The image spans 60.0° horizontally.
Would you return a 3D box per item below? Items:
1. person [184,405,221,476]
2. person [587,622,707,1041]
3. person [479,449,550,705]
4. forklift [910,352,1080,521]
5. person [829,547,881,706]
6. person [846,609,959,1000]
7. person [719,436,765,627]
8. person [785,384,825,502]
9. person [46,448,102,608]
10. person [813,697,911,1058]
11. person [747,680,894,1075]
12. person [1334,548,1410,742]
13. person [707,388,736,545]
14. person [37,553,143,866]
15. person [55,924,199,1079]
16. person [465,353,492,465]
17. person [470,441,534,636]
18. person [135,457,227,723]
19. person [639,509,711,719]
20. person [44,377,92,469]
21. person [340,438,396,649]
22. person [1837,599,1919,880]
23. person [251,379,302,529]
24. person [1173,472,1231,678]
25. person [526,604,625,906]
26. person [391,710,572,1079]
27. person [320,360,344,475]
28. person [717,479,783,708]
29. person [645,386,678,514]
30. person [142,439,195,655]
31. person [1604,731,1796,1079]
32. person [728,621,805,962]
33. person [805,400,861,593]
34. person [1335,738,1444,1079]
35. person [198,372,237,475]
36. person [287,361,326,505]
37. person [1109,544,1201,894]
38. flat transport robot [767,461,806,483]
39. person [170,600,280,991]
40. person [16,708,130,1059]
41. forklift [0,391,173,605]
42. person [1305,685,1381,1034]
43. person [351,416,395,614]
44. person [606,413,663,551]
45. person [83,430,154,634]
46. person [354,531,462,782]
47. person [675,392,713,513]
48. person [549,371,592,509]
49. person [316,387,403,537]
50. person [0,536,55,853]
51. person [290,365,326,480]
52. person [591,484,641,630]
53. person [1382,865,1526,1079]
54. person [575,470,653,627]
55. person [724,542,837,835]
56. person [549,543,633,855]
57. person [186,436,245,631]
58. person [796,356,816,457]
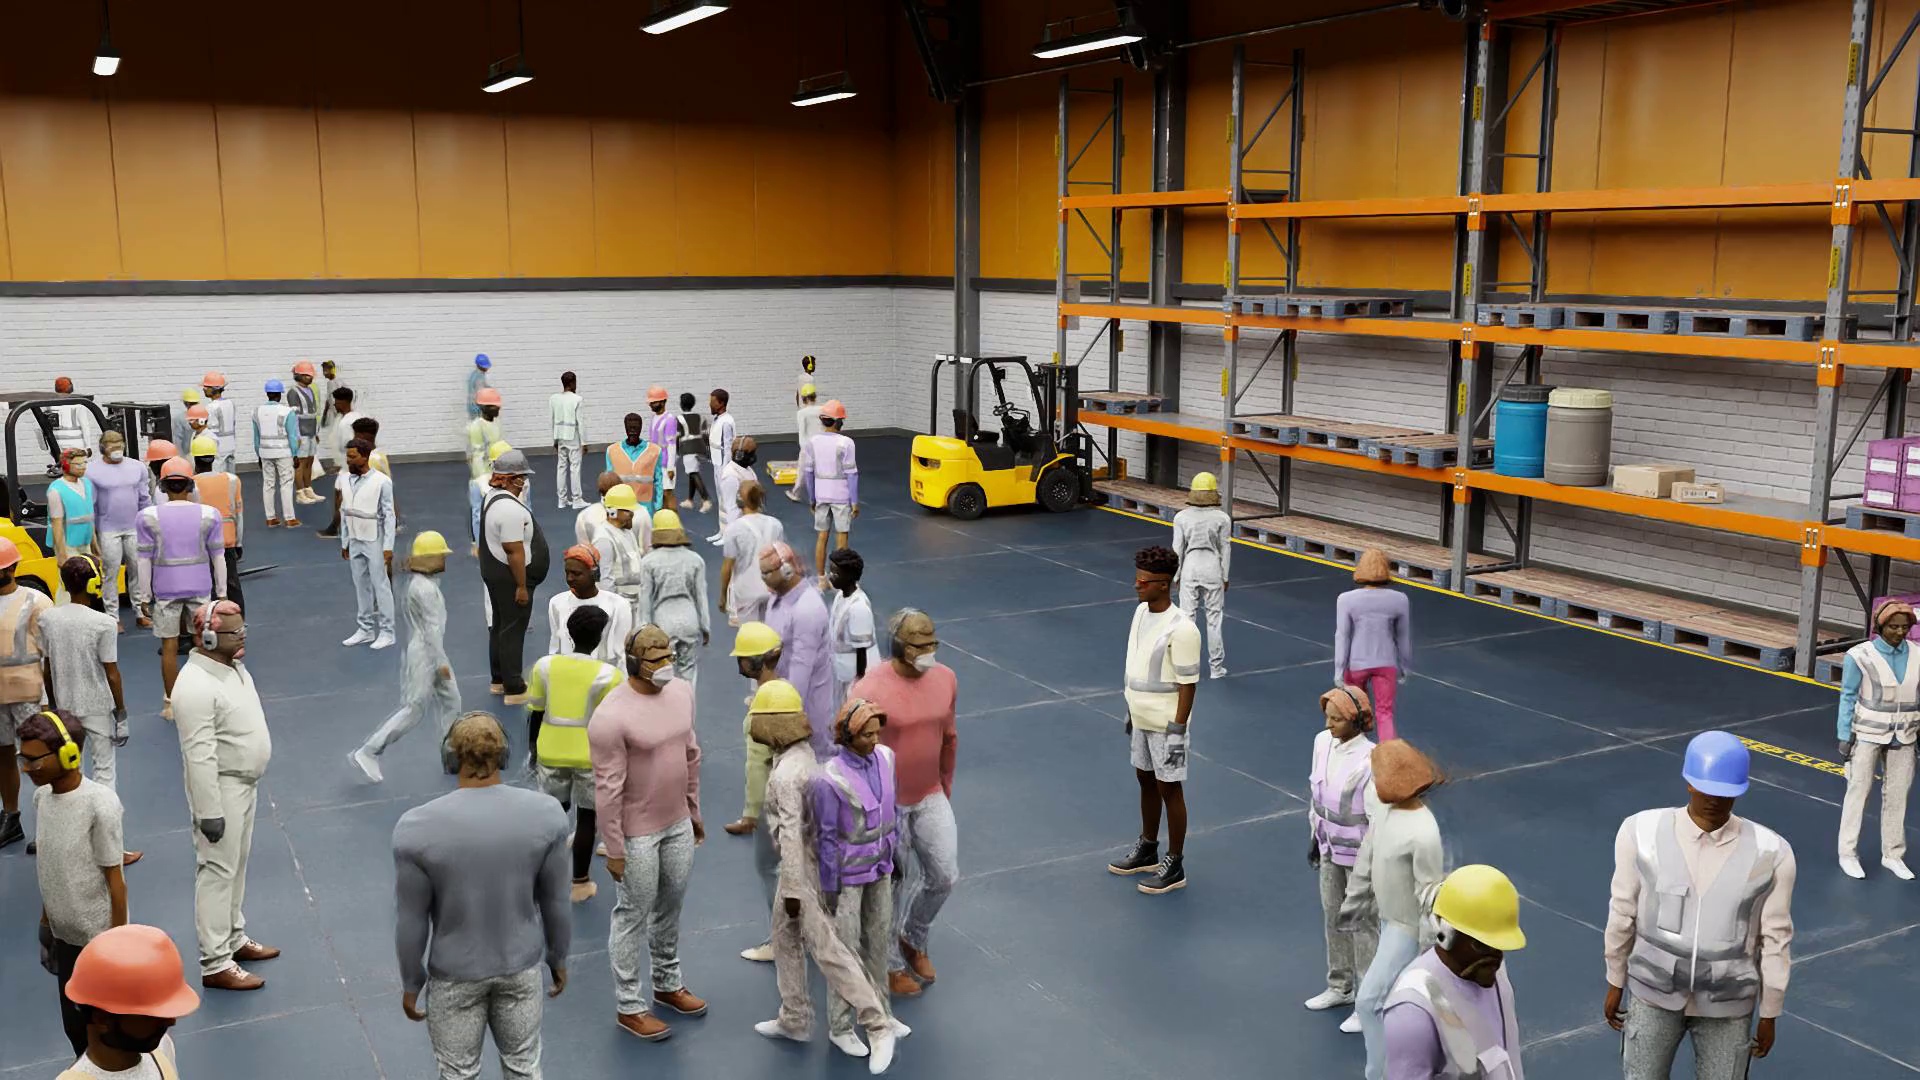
[{"bbox_3d":[-9.098,-0.749,20.002,0.565,1.750,0.341,9,13,42],"label":"person"},{"bbox_3d":[-1.419,1.317,7.618,0.361,1.933,0.629,6,12,31],"label":"person"},{"bbox_3d":[-3.548,0.273,13.294,0.536,2.000,0.686,-6,11,-29],"label":"person"},{"bbox_3d":[0.460,-1.461,22.833,2.313,2.155,1.214,-5,11,-28],"label":"forklift"},{"bbox_3d":[-0.685,0.878,10.842,0.329,1.687,0.544,-3,10,-17],"label":"person"},{"bbox_3d":[-0.250,1.263,7.939,0.652,1.919,0.448,-7,12,-34],"label":"person"},{"bbox_3d":[-2.082,-0.081,15.941,0.429,1.833,0.634,1,10,6],"label":"person"},{"bbox_3d":[-2.117,-1.328,23.452,0.525,1.715,0.953,-8,13,-38],"label":"person"},{"bbox_3d":[-8.032,0.075,15.048,0.401,1.835,0.562,0,10,-1],"label":"person"},{"bbox_3d":[-0.453,1.493,7.446,0.324,1.631,0.523,7,12,35],"label":"person"},{"bbox_3d":[-0.610,1.472,7.388,0.671,1.702,0.570,0,10,-1],"label":"person"},{"bbox_3d":[2.781,0.858,11.191,0.513,1.600,0.818,0,10,1],"label":"person"},{"bbox_3d":[-2.897,-0.898,20.380,0.392,1.922,0.591,-3,10,-19],"label":"person"},{"bbox_3d":[-5.045,1.004,9.617,0.510,1.861,0.324,1,10,8],"label":"person"},{"bbox_3d":[-2.076,1.902,4.236,0.367,1.930,0.542,0,10,-2],"label":"person"},{"bbox_3d":[-8.076,-2.178,27.838,0.512,1.896,0.684,-4,11,-21],"label":"person"},{"bbox_3d":[-4.246,-0.011,15.523,0.590,1.833,0.404,-8,13,-40],"label":"person"},{"bbox_3d":[-5.942,0.379,12.726,0.612,2.030,0.404,-6,11,-30],"label":"person"},{"bbox_3d":[-2.059,0.643,12.091,0.512,1.715,0.589,-4,11,-22],"label":"person"},{"bbox_3d":[-12.168,-1.289,22.735,0.573,1.884,0.355,-1,10,-4],"label":"person"},{"bbox_3d":[-5.367,0.022,15.086,0.599,1.917,0.375,5,11,26],"label":"person"},{"bbox_3d":[5.269,1.135,9.512,0.524,1.631,0.315,0,10,-2],"label":"person"},{"bbox_3d":[-8.849,-1.112,21.569,0.605,1.939,0.415,2,10,11],"label":"person"},{"bbox_3d":[2.038,0.299,14.013,0.485,1.739,0.313,3,10,16],"label":"person"},{"bbox_3d":[-2.098,1.192,9.063,0.569,1.668,0.507,2,10,10],"label":"person"},{"bbox_3d":[-1.743,1.576,6.121,0.636,1.931,0.377,-5,11,-26],"label":"person"},{"bbox_3d":[-10.094,-1.969,26.774,0.681,1.840,0.589,-8,12,-38],"label":"person"},{"bbox_3d":[-1.633,0.433,13.004,0.499,1.824,0.439,-9,13,-43],"label":"person"},{"bbox_3d":[-3.728,-0.963,20.739,0.388,1.929,0.547,-7,12,-35],"label":"person"},{"bbox_3d":[-7.020,0.064,14.822,0.388,1.930,0.545,0,10,-3],"label":"person"},{"bbox_3d":[2.608,1.606,5.922,0.605,1.940,0.420,5,11,24],"label":"person"},{"bbox_3d":[-0.936,1.270,8.384,0.449,1.747,0.557,1,10,5],"label":"person"},{"bbox_3d":[-1.321,-0.445,17.417,0.605,2.045,0.377,5,11,26],"label":"person"},{"bbox_3d":[1.735,1.608,6.867,0.611,1.606,0.494,-1,10,-3],"label":"person"},{"bbox_3d":[-9.537,-1.141,21.414,0.366,2.046,0.614,1,10,3],"label":"person"},{"bbox_3d":[-9.278,-1.527,23.653,0.395,2.038,0.615,1,10,4],"label":"person"},{"bbox_3d":[1.105,0.996,9.355,0.367,1.962,0.601,-4,11,-22],"label":"person"},{"bbox_3d":[-2.648,-1.081,26.178,0.652,0.197,1.431,-2,10,-12],"label":"flat transport robot"},{"bbox_3d":[-3.582,1.231,8.164,0.401,1.907,0.648,-2,10,-9],"label":"person"},{"bbox_3d":[-3.406,1.556,6.452,0.527,1.857,0.332,6,11,30],"label":"person"},{"bbox_3d":[-9.026,-0.363,16.508,1.214,2.155,2.313,6,11,29],"label":"forklift"},{"bbox_3d":[1.792,1.457,7.673,0.323,1.630,0.502,-4,11,-22],"label":"person"},{"bbox_3d":[-5.821,-0.253,16.543,0.365,1.962,0.627,-3,10,-16],"label":"person"},{"bbox_3d":[-3.388,-0.374,17.361,0.590,1.922,0.392,-1,10,-8],"label":"person"},{"bbox_3d":[-7.919,-0.080,15.661,0.385,1.929,0.635,9,13,41],"label":"person"},{"bbox_3d":[-3.687,0.786,11.287,0.802,1.710,0.482,-2,10,-13],"label":"person"},{"bbox_3d":[-3.648,-1.202,22.901,0.845,1.653,0.540,9,13,41],"label":"person"},{"bbox_3d":[-5.464,-1.394,23.241,0.598,1.917,0.375,5,11,27],"label":"person"},{"bbox_3d":[-7.538,-0.965,20.826,1.043,1.916,0.605,1,10,7],"label":"person"},{"bbox_3d":[-5.651,0.918,9.907,0.543,1.928,0.374,1,10,7],"label":"person"},{"bbox_3d":[-10.238,-1.847,26.172,0.569,1.812,0.630,2,10,10],"label":"person"},{"bbox_3d":[-2.619,0.468,12.809,0.403,1.818,0.606,1,10,5],"label":"person"},{"bbox_3d":[1.469,1.829,4.954,0.403,1.822,0.598,8,13,39],"label":"person"},{"bbox_3d":[-2.798,0.347,13.518,0.622,1.817,0.811,-1,10,-7],"label":"person"},{"bbox_3d":[-1.064,0.929,10.053,0.853,1.853,0.691,-5,11,-28],"label":"person"},{"bbox_3d":[-2.194,0.942,9.927,0.572,1.878,0.344,4,11,20],"label":"person"},{"bbox_3d":[-6.764,0.027,15.032,0.380,1.928,0.586,8,13,39],"label":"person"},{"bbox_3d":[-2.514,-2.113,27.524,0.309,1.868,0.535,-7,12,-36],"label":"person"}]
